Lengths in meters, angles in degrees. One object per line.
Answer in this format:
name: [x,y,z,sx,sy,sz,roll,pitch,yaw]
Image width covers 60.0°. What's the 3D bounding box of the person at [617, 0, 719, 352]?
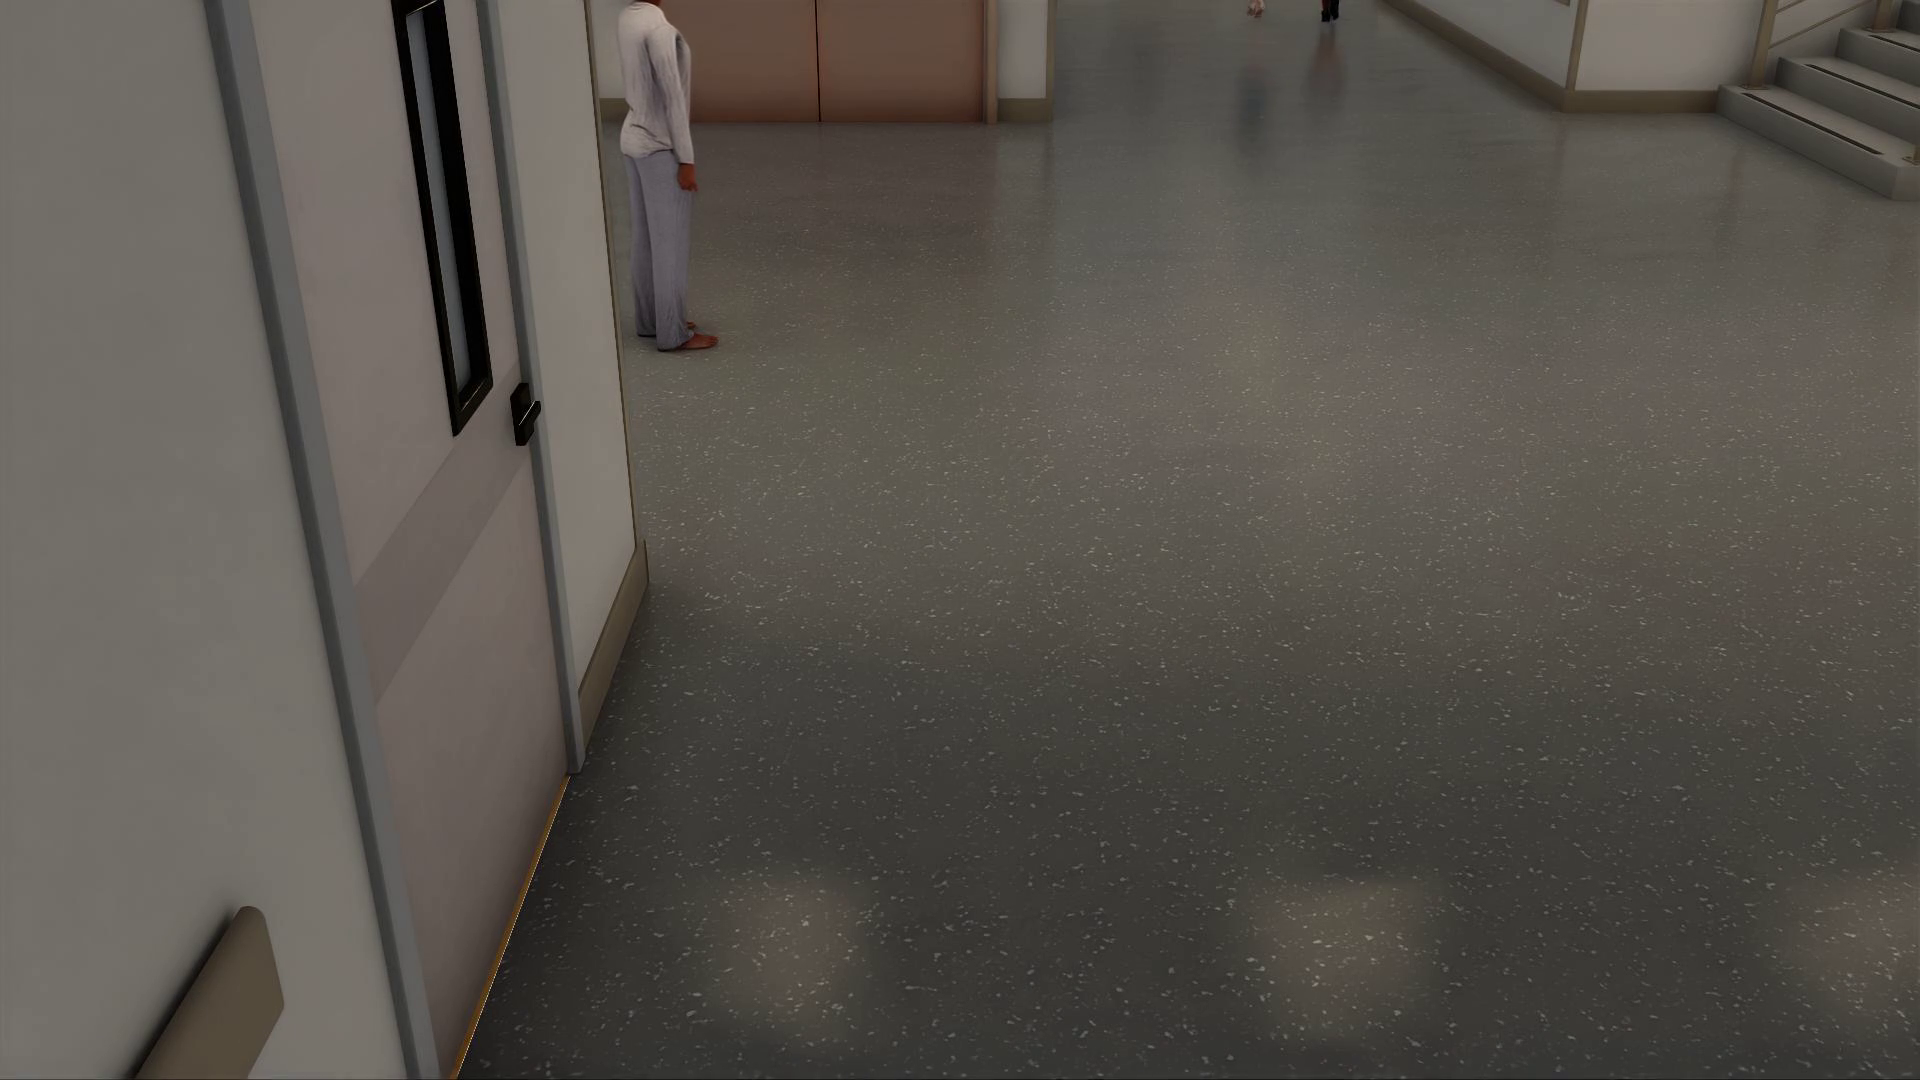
person: [-1.326,-1.714,7.275,0.710,1.736,0.712,-15,29,-28]
